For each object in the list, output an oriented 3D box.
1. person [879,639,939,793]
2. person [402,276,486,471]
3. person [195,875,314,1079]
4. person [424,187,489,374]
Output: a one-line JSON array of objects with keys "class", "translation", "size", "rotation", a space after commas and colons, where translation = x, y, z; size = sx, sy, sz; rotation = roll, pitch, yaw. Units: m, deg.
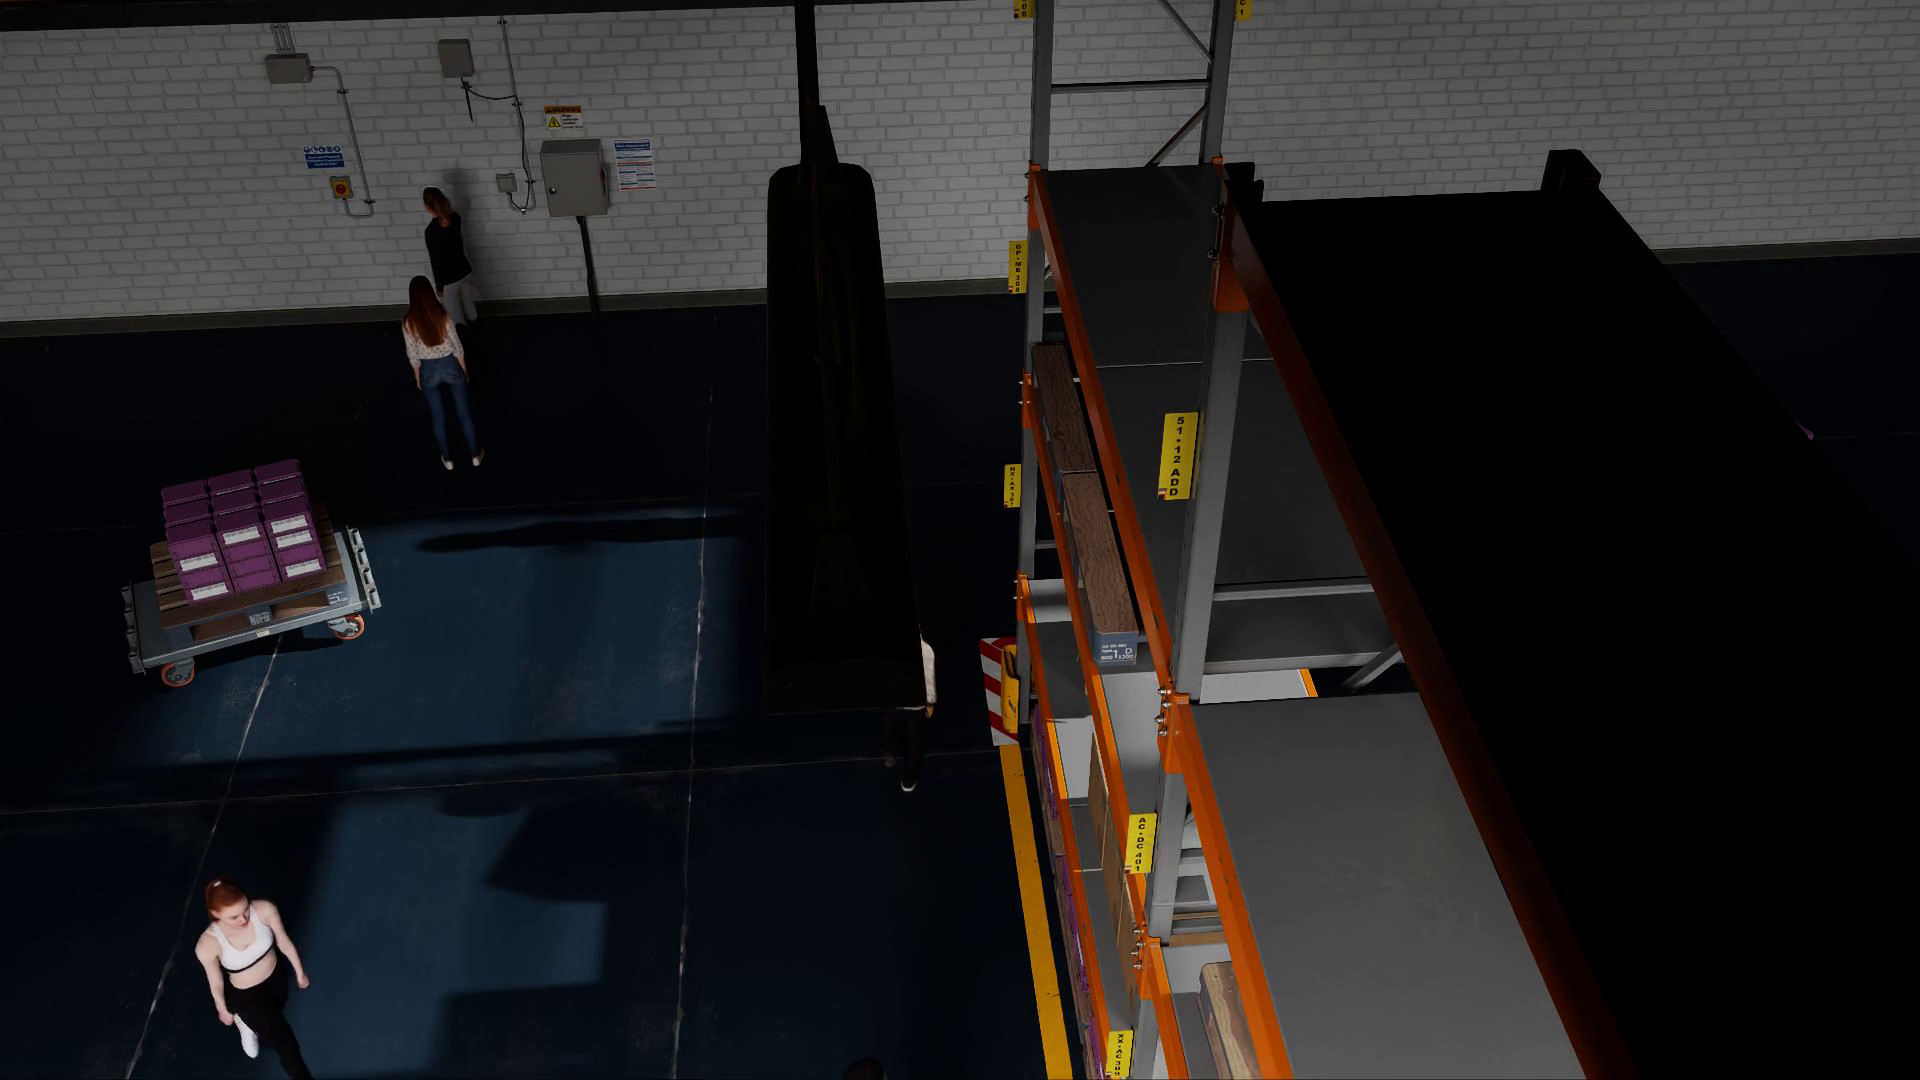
[{"class": "person", "translation": [-0.345, 0.939, 10.516], "size": [0.610, 1.446, 0.652], "rotation": [1, 39, 1]}, {"class": "person", "translation": [-4.092, -1.317, 13.115], "size": [0.606, 1.728, 0.551], "rotation": [-9, 39, -11]}, {"class": "person", "translation": [-3.675, 2.290, 8.611], "size": [1.115, 1.712, 1.097], "rotation": [29, 47, 32]}, {"class": "person", "translation": [-4.347, -2.230, 14.258], "size": [0.712, 1.729, 0.600], "rotation": [12, 40, 15]}]
